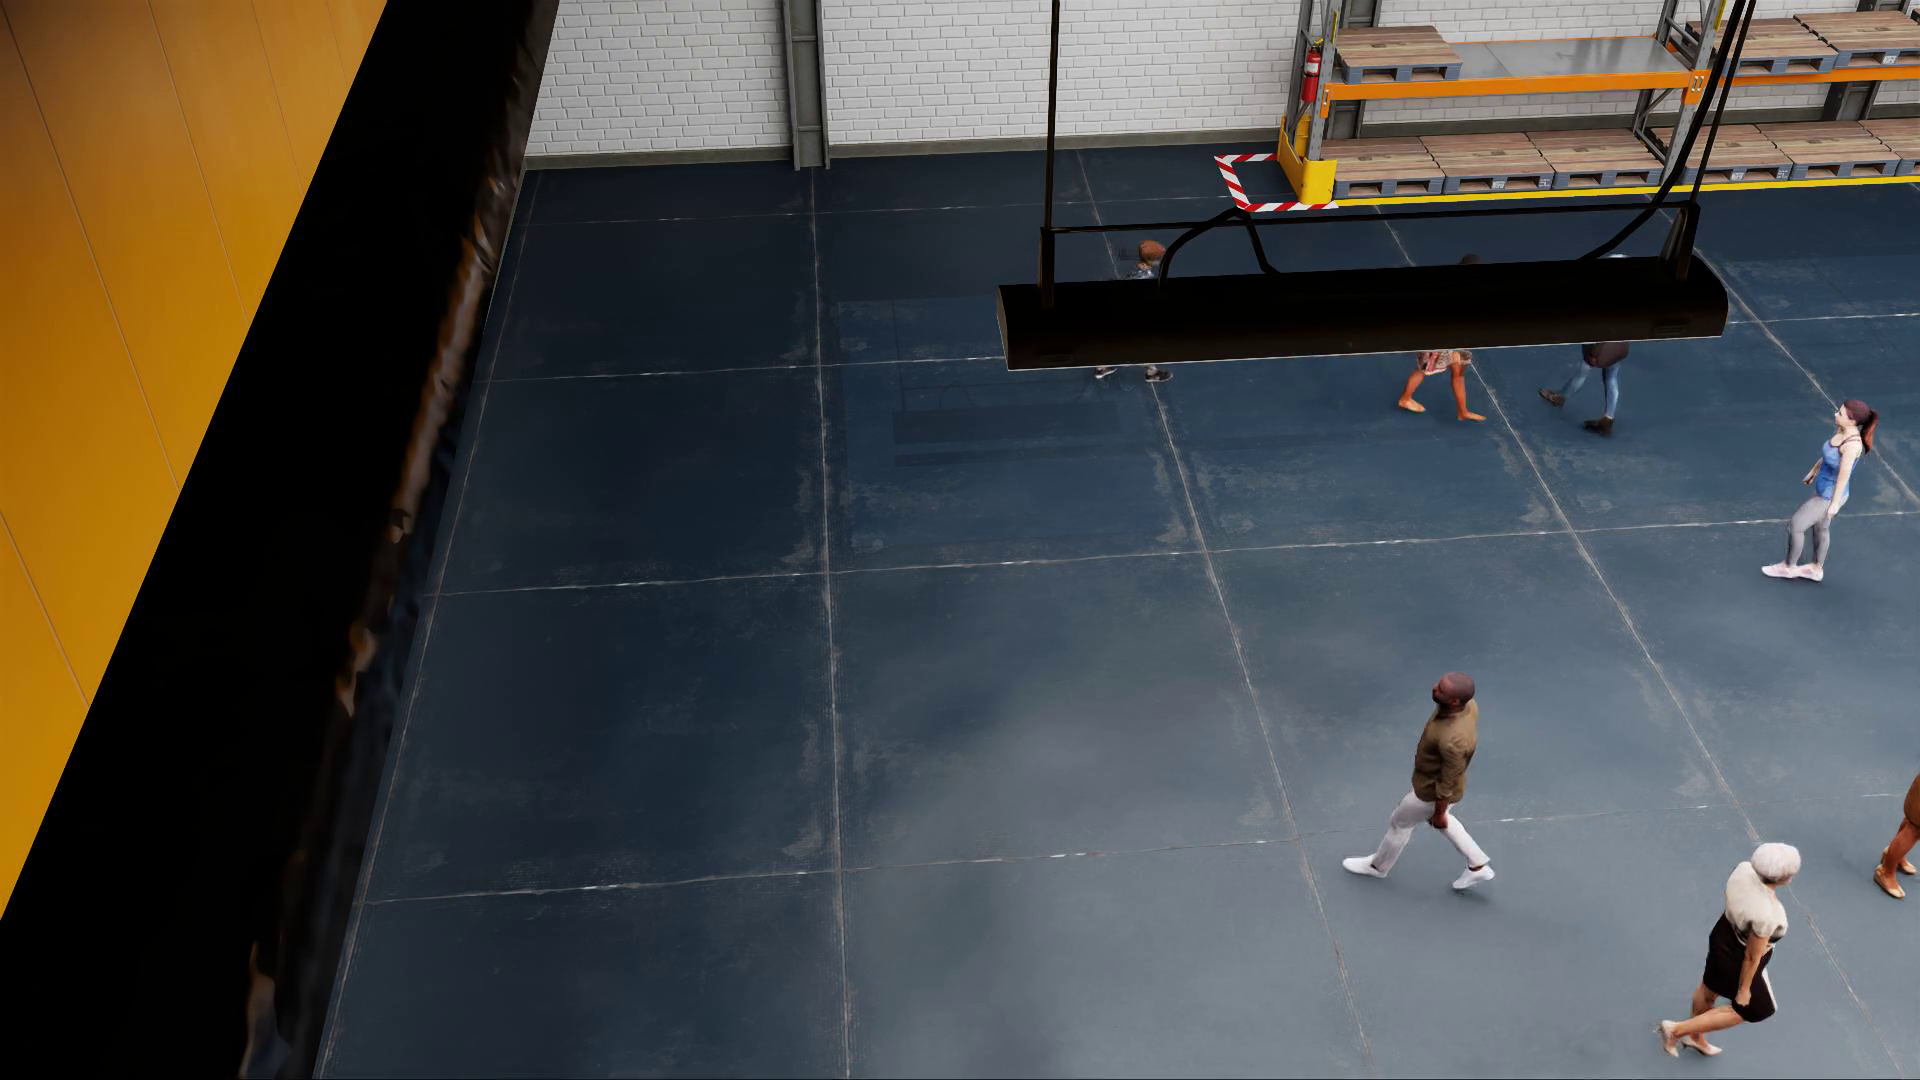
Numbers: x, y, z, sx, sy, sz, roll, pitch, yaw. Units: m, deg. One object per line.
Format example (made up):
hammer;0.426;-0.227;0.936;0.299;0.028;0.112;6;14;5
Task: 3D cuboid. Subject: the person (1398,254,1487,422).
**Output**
person;4.046;-1.735;14.208;1.089;1.603;0.941;17;42;20

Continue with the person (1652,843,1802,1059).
person;4.138;2.278;9.069;0.804;1.747;0.706;4;39;4

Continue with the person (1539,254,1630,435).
person;5.535;-1.614;14.065;1.025;1.593;1.003;-28;46;-31

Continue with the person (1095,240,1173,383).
person;1.492;-1.994;14.700;0.926;1.395;0.675;-14;41;-17

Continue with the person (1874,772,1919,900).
person;5.971;1.492;10.099;0.698;1.689;0.635;28;46;31

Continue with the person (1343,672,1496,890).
person;2.946;1.485;10.025;1.261;1.793;1.022;12;40;15

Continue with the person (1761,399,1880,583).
person;6.584;-0.332;12.458;0.798;1.595;0.734;14;41;17
